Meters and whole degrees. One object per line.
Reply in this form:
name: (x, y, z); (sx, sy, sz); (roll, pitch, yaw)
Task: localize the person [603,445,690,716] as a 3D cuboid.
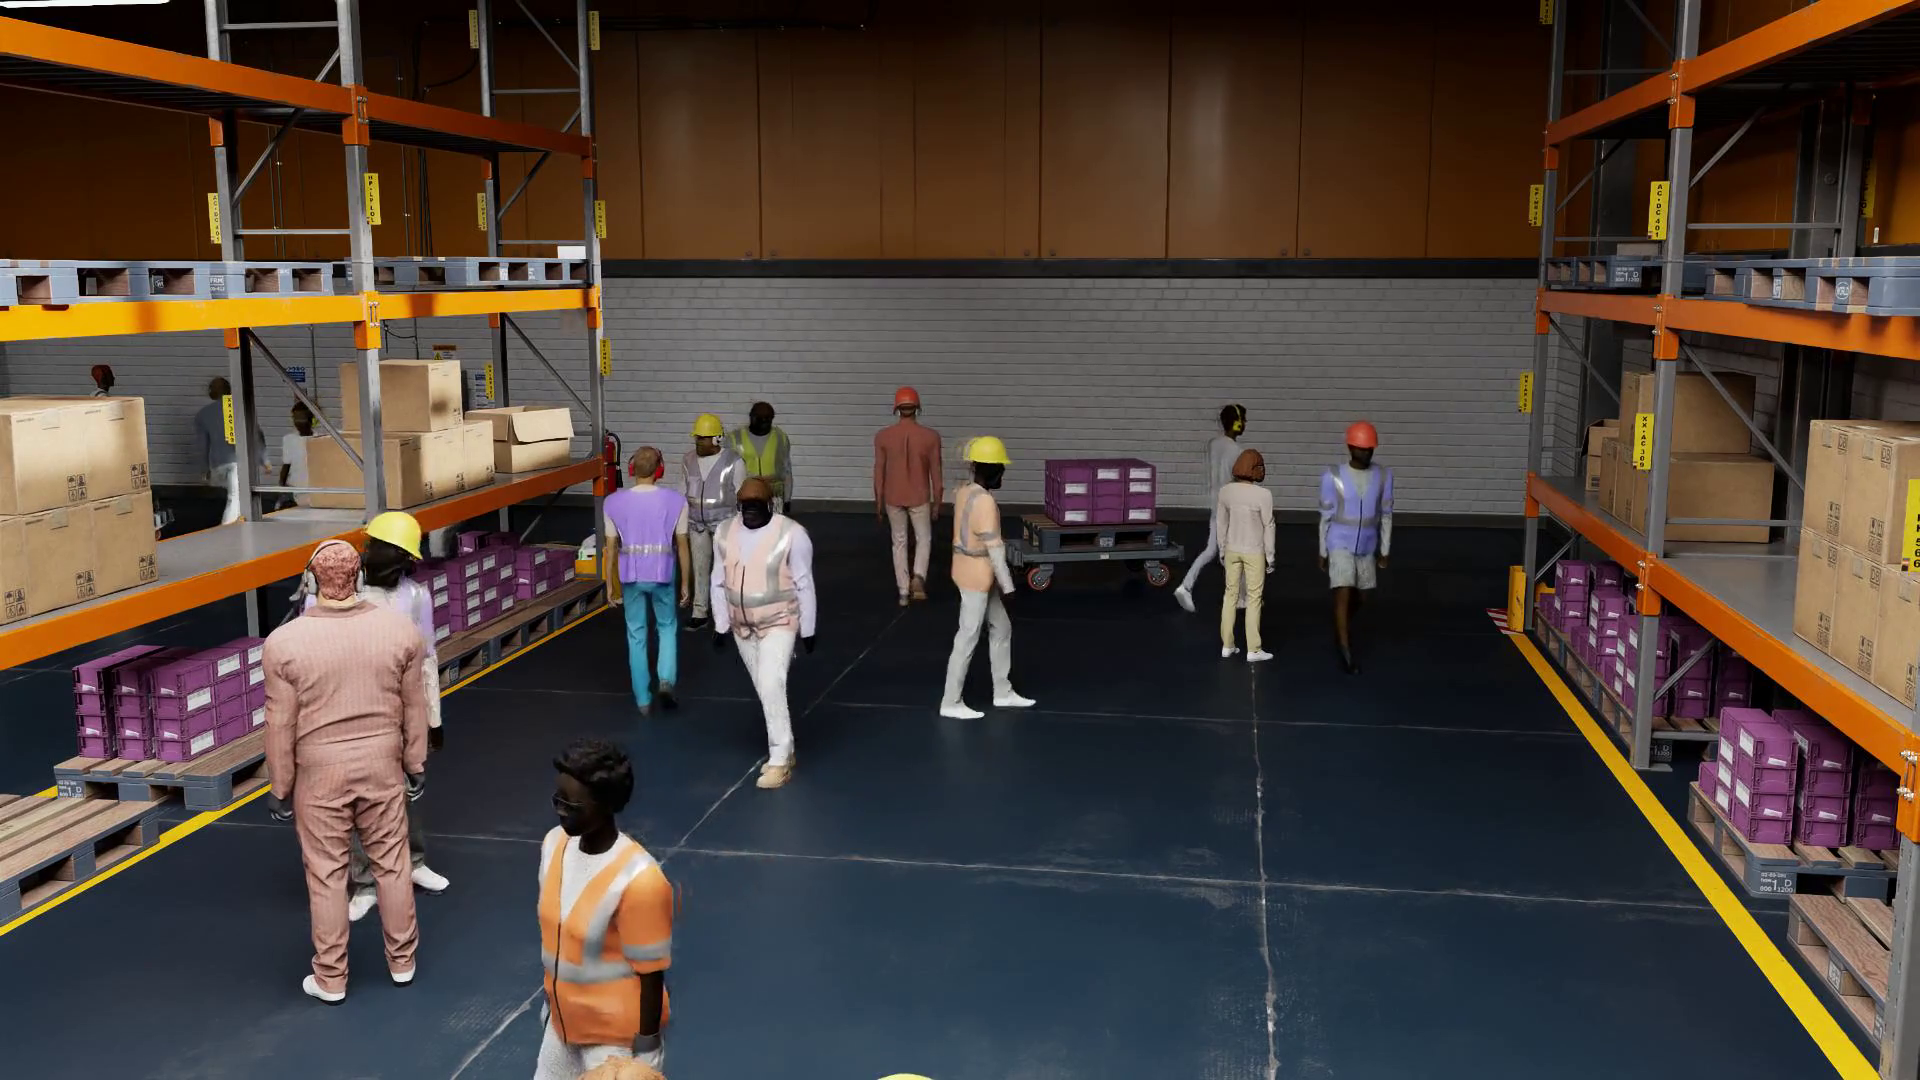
person: (-2.098, 0.283, 11.171); (0.571, 1.826, 0.443); (-2, 9, -12)

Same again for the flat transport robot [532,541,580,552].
flat transport robot: (-4.221, 0.217, 16.354); (0.652, 0.197, 1.431); (5, 11, 29)

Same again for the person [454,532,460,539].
person: (-5.936, -0.843, 18.039); (1.011, 1.858, 0.665); (-9, 13, -43)

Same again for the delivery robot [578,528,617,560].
delivery robot: (-3.426, 0.122, 15.774); (0.477, 0.478, 0.707); (-1, 9, -9)

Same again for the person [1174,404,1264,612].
person: (2.292, -0.275, 14.558); (0.874, 1.844, 0.514); (-6, 11, -34)

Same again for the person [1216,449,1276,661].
person: (2.203, 0.115, 12.792); (0.508, 1.632, 0.271); (8, 13, 42)

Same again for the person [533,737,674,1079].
person: (-1.005, 1.378, 4.811); (0.548, 1.686, 0.448); (9, 13, 43)

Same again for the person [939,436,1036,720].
person: (0.220, 0.261, 11.089); (0.819, 1.898, 0.608); (-1, 9, -7)

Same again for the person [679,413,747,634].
person: (-2.049, -0.134, 13.722); (0.599, 1.827, 0.403); (3, 10, 16)

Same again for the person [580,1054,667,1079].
person: (-0.582, 1.702, 3.002); (0.509, 1.632, 0.267); (-1, 9, -6)

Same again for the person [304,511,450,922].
person: (-2.743, 0.807, 7.775); (0.664, 1.883, 0.392); (-6, 11, -32)

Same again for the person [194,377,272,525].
person: (-7.754, -0.790, 17.647); (0.646, 1.876, 1.055); (1, 9, 4)

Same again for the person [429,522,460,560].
person: (-4.934, -0.537, 15.933); (0.375, 1.935, 0.632); (0, 9, 0)

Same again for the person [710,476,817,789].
person: (-1.197, 0.527, 9.726); (0.631, 1.803, 0.723); (5, 10, 28)

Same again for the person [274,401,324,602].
person: (-6.002, -0.393, 15.380); (0.528, 1.819, 0.989); (2, 9, 12)

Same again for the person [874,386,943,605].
person: (-0.464, -0.374, 14.754); (0.622, 1.973, 0.583); (0, 9, 3)

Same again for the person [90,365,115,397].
person: (-10.107, -1.135, 19.734); (0.355, 1.884, 0.575); (-7, 12, -38)

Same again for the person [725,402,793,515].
person: (-1.843, -0.376, 15.367); (0.626, 1.775, 0.988); (-2, 9, -9)

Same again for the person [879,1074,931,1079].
person: (-0.074, 1.678, 2.540); (0.602, 1.830, 0.404); (8, 12, 39)

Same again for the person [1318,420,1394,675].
person: (2.964, 0.011, 12.619); (0.559, 1.907, 0.845); (-1, 9, -3)

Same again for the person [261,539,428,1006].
person: (-2.524, 0.943, 6.842); (0.654, 1.906, 0.406); (-7, 11, -36)
